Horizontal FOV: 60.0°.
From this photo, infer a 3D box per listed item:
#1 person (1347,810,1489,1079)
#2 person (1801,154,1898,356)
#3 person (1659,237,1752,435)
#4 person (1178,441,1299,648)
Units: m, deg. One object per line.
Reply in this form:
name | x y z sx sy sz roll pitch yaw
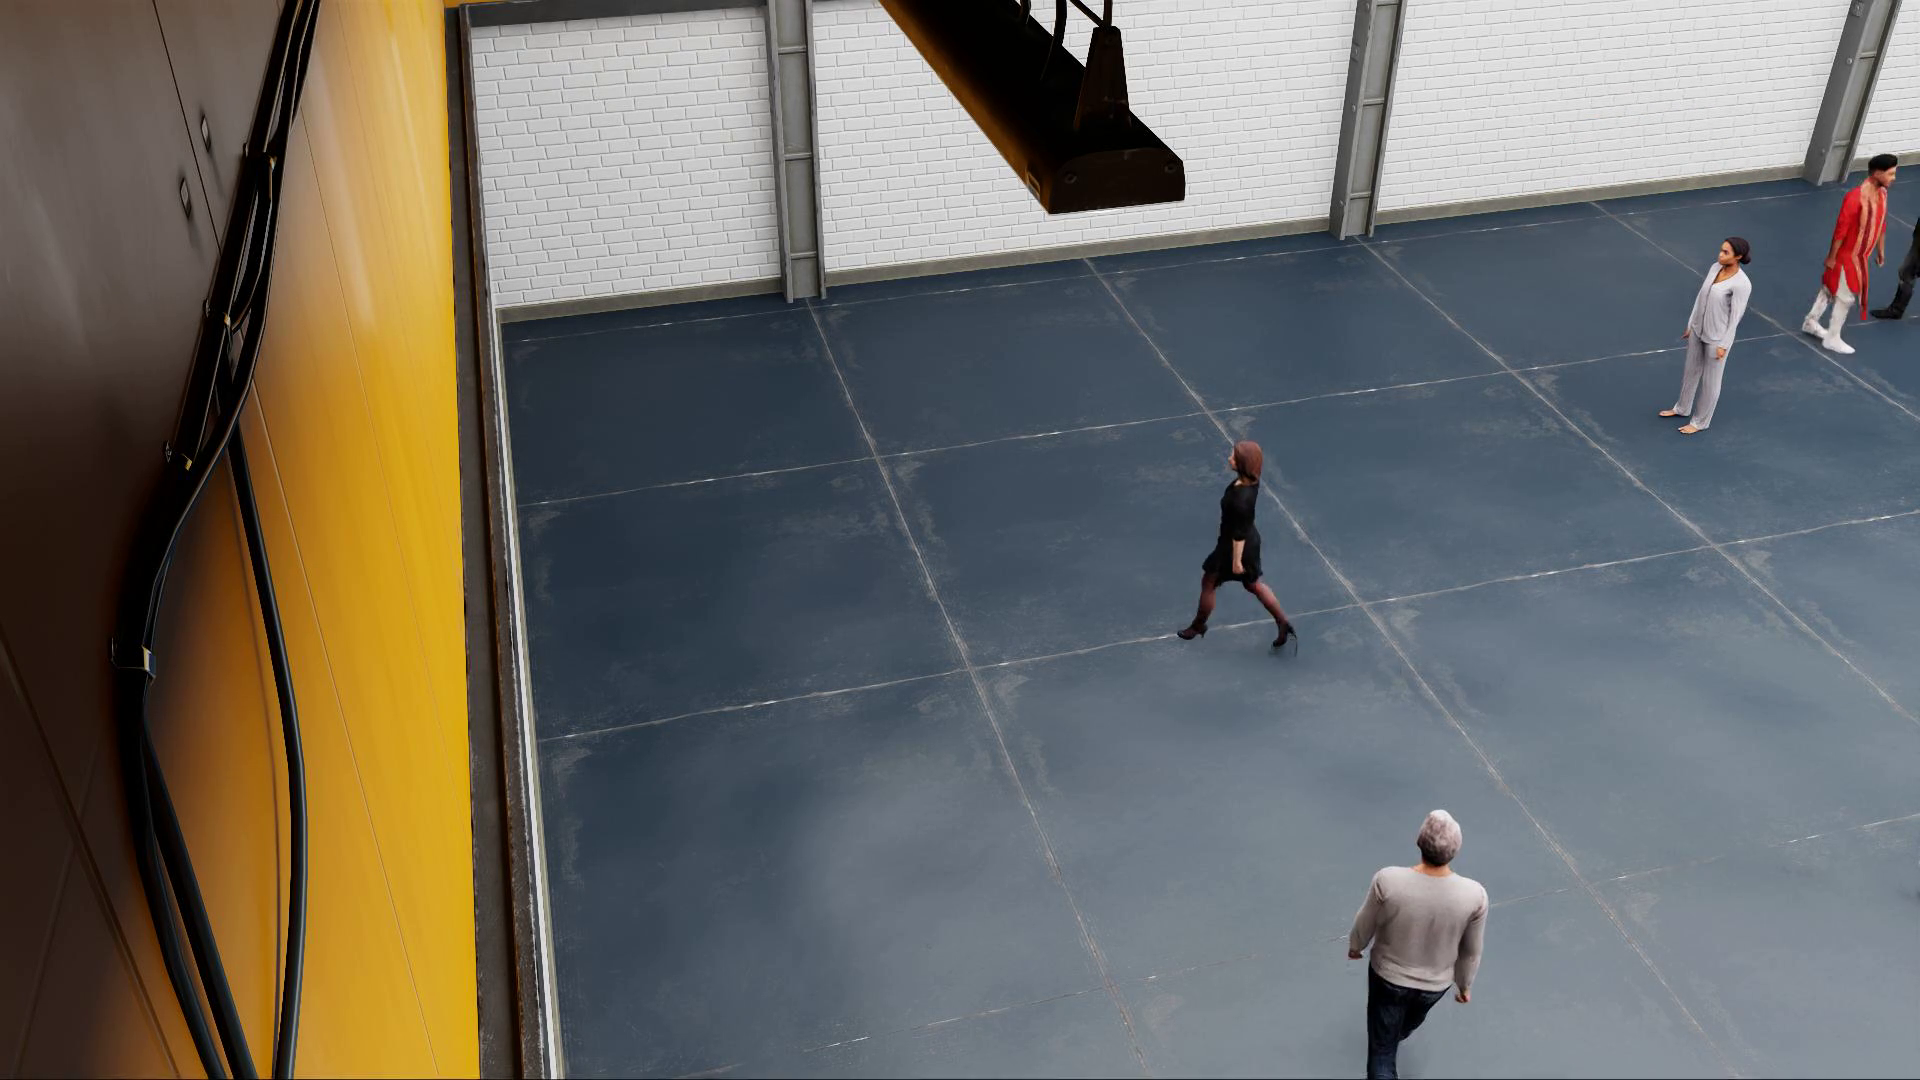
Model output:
person | 2.177 2.172 8.052 1.257 1.859 1.151 5 34 8
person | 8.153 -2.719 15.416 0.915 1.852 0.915 -21 39 -29
person | 6.364 -1.750 14.062 0.524 1.736 0.643 -10 35 -14
person | 1.988 0.075 11.379 1.131 1.668 0.984 12 36 18
